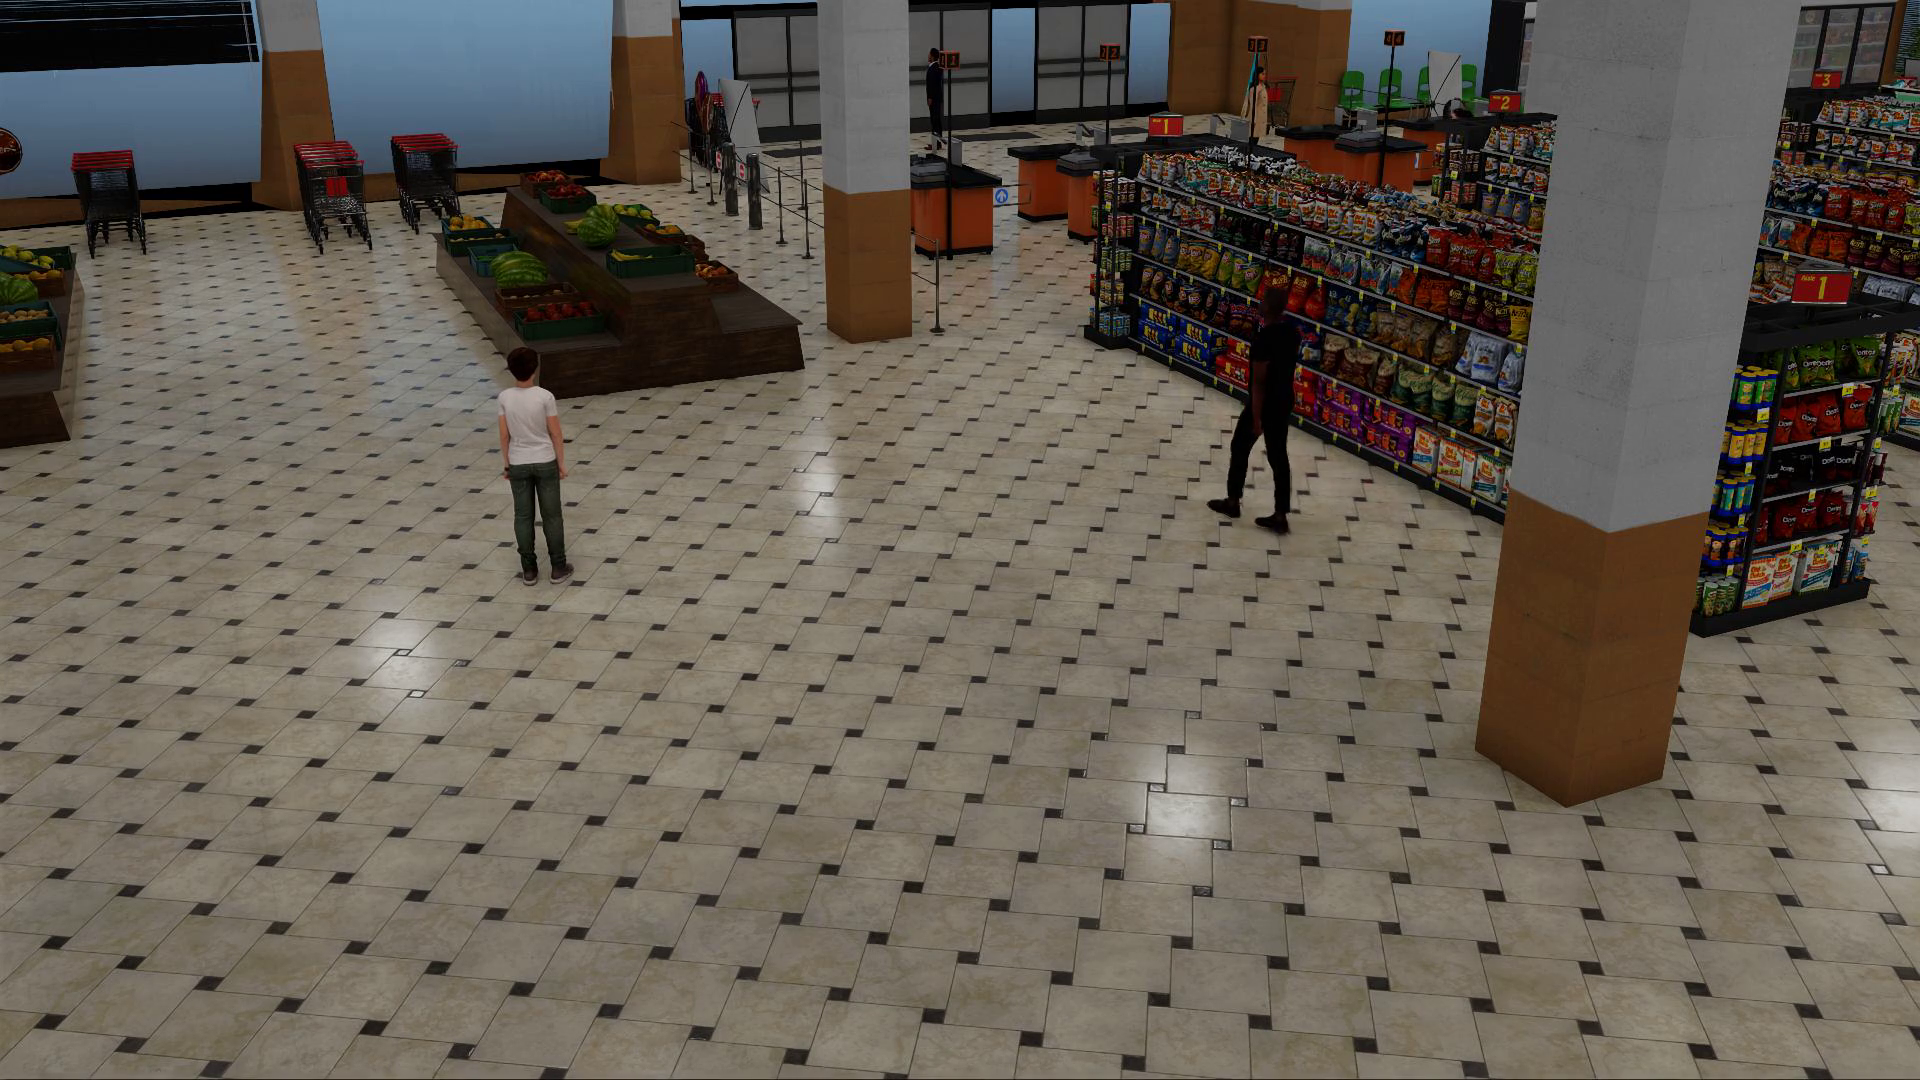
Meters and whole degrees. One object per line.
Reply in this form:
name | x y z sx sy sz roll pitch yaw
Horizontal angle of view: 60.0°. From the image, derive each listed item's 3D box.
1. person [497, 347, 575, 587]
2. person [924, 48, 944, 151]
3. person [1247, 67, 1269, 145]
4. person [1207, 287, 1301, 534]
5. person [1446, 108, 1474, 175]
person | -2.890 -0.499 11.260 0.649 1.654 0.642 -2 22 -4
person | -0.436 -7.734 29.169 0.767 1.727 0.683 5 23 13
person | 4.765 -6.763 26.813 0.740 1.682 0.718 11 25 26
person | 2.321 -0.912 12.103 0.849 1.792 1.042 -19 28 -38
person | 6.775 -5.076 22.712 0.702 1.609 0.596 0 22 -1
